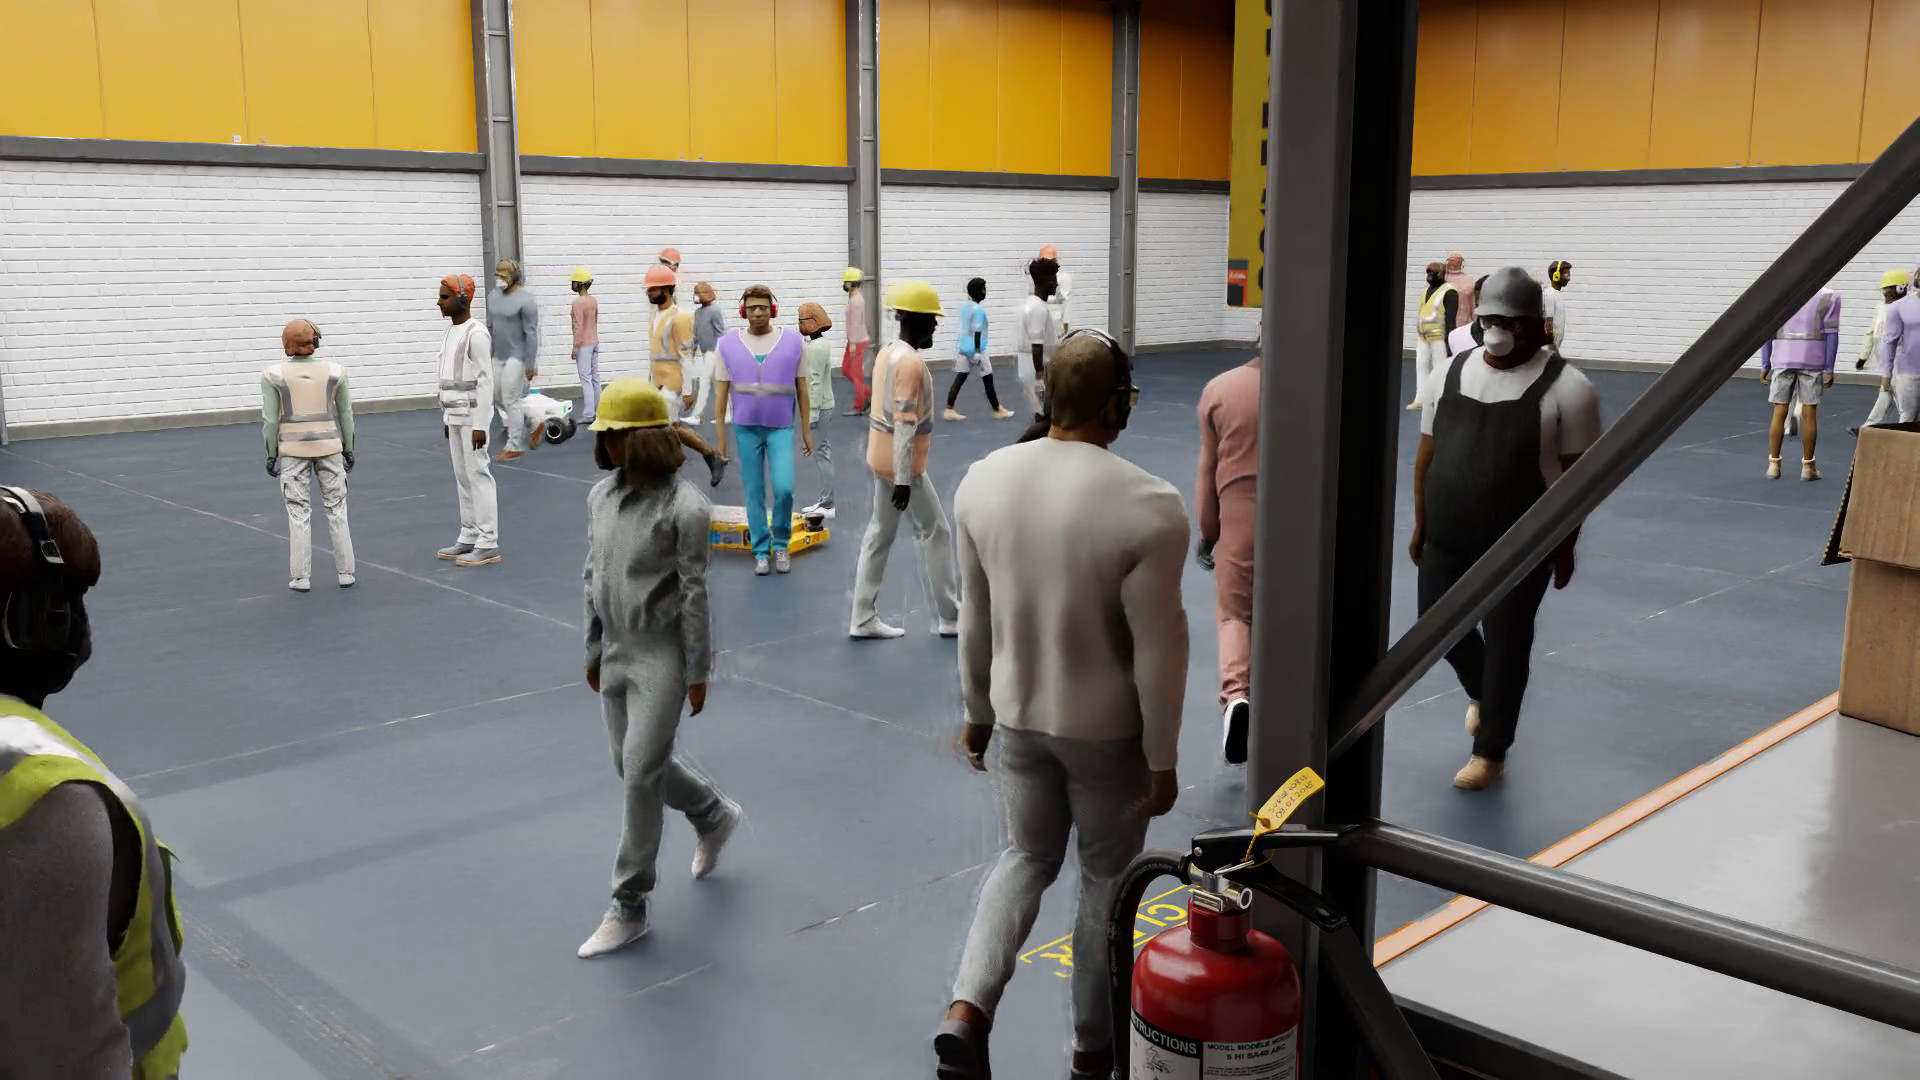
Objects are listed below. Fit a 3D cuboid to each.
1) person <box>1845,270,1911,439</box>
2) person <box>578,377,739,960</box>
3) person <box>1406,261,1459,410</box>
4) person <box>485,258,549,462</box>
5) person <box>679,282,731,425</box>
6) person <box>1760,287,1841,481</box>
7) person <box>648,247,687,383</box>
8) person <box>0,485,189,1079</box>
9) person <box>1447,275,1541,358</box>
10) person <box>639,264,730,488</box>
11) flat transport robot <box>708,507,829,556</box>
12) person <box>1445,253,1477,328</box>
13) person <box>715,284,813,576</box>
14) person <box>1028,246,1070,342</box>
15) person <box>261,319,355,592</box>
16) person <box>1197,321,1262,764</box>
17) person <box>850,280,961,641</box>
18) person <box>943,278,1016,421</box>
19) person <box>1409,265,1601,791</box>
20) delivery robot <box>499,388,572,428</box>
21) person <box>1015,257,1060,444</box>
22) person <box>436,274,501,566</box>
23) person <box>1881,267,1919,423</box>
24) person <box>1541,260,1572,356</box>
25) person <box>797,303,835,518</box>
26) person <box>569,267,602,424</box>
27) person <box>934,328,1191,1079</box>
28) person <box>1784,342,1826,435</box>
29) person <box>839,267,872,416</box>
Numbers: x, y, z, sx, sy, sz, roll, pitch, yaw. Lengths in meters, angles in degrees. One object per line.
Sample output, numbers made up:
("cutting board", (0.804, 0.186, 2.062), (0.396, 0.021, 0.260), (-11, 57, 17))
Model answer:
("person", (9.543, -1.869, 17.071), (0.984, 1.763, 0.598), (-2, 11, -12))
("person", (-0.937, 0.347, 5.136), (0.497, 1.728, 0.706), (8, 13, 36))
("person", (5.876, -2.490, 20.342), (0.740, 1.819, 0.633), (-4, 11, -20))
("person", (-4.208, -1.712, 15.818), (0.641, 1.916, 0.614), (8, 13, 36))
("person", (-2.901, -2.084, 18.674), (0.788, 1.597, 0.534), (-7, 13, -35))
("person", (7.315, -1.536, 14.511), (0.608, 2.045, 0.392), (7, 13, 35))
("person", (-3.717, -2.738, 21.225), (0.646, 1.982, 0.521), (8, 13, 37))
("person", (-1.220, 0.821, 2.309), (0.620, 1.812, 0.616), (6, 12, 30))
("person", (3.264, -0.687, 10.335), (0.590, 1.884, 0.820), (6, 12, 29))
("person", (-2.294, -1.296, 13.607), (0.837, 1.912, 0.541), (-7, 12, -32))
("flat transport robot", (-1.690, -0.088, 11.451), (1.431, 0.197, 0.652), (4, 11, 21))
("person", (6.354, -2.746, 21.483), (0.651, 1.907, 0.409), (2, 11, 11))
("person", (-1.228, -0.679, 10.407), (0.605, 1.828, 0.489), (0, 10, -3))
("person", (1.275, -3.175, 23.617), (0.622, 1.997, 1.066), (3, 11, 14))
("person", (-3.903, -0.504, 9.997), (0.521, 1.636, 0.311), (-6, 12, -29))
("person", (1.257, -0.021, 6.697), (0.639, 1.878, 0.729), (3, 11, 14))
("person", (-0.197, -0.404, 8.744), (0.889, 1.886, 0.604), (-3, 11, -16))
("person", (0.194, -2.179, 19.090), (0.861, 1.647, 0.544), (-4, 11, -20))
("person", (2.112, -0.070, 6.525), (0.697, 2.000, 0.678), (9, 14, 40))
("delivery robot", (-4.385, -1.328, 17.187), (0.707, 0.478, 0.477), (0, 10, -1))
("person", (0.639, -1.398, 13.995), (0.532, 1.955, 0.628), (0, 10, 1))
("person", (-3.214, -0.776, 10.808), (0.349, 1.881, 0.584), (-8, 13, -37))
("person", (8.232, -1.410, 14.231), (0.643, 1.894, 0.964), (6, 12, 29))
("person", (6.355, -2.049, 17.802), (0.328, 1.867, 0.509), (4, 11, 21))
("person", (-1.086, -0.978, 12.613), (0.272, 1.629, 0.499), (-1, 10, -5))
("person", (-4.266, -2.200, 18.882), (0.308, 1.772, 0.526), (2, 11, 11))
("person", (0.239, 0.454, 4.007), (0.639, 1.918, 0.675), (7, 13, 34))
("person", (8.855, -1.879, 17.552), (0.517, 1.618, 0.633), (7, 13, 35))
("person", (-1.250, -2.333, 19.626), (0.372, 1.752, 0.550), (-1, 10, -4))
